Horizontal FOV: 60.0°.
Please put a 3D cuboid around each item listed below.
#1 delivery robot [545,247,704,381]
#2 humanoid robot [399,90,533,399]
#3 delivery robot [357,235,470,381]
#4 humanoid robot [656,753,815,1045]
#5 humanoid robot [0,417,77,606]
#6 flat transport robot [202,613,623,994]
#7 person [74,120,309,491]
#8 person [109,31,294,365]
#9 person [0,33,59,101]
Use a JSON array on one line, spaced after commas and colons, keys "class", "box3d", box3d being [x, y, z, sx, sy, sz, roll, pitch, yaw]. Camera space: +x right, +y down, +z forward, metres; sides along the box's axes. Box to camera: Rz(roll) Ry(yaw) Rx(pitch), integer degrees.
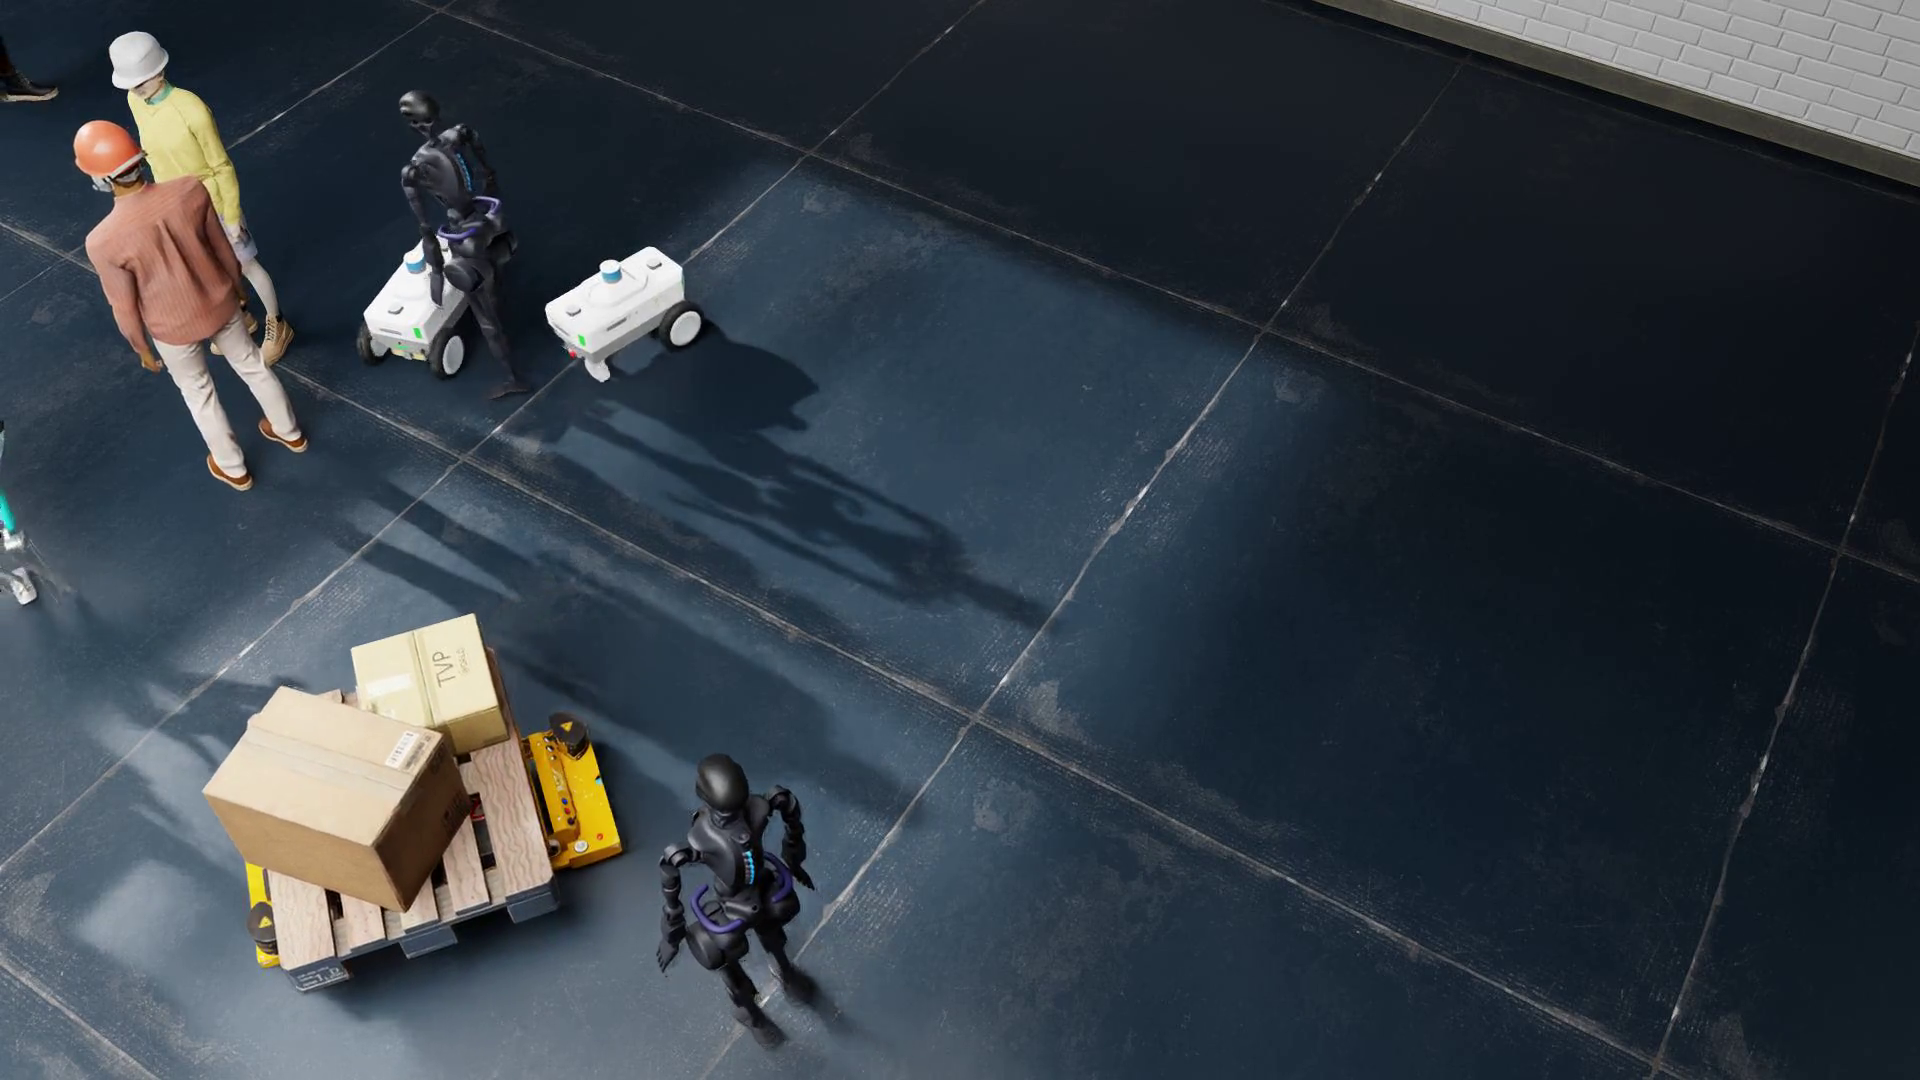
[{"class": "delivery robot", "box3d": [-1.763, -1.215, 8.696, 0.522, 0.607, 0.778, 37, 58, 28]}, {"class": "humanoid robot", "box3d": [-2.399, -1.461, 8.167, 0.546, 1.627, 0.614, 22, 52, 18]}, {"class": "delivery robot", "box3d": [-2.796, -1.245, 8.713, 0.499, 0.593, 0.795, 12, 50, 11]}, {"class": "humanoid robot", "box3d": [-0.780, 1.270, 5.768, 0.615, 1.656, 0.324, -31, 55, -24]}, {"class": "humanoid robot", "box3d": [-4.376, -0.292, 7.152, 0.543, 1.847, 0.810, -18, 51, -15]}, {"class": "flat transport robot", "box3d": [-2.160, 1.196, 6.770, 1.431, 0.231, 0.659, -17, 51, -14]}, {"class": "person", "box3d": [-3.535, -1.052, 7.600, 0.405, 1.986, 0.621, 32, 56, 25]}, {"class": "person", "box3d": [-3.740, -1.680, 8.211, 0.471, 1.888, 0.387, 16, 51, 13]}, {"class": "person", "box3d": [-5.943, -3.326, 9.613, 0.571, 1.938, 0.634, -4, 49, -4]}]
